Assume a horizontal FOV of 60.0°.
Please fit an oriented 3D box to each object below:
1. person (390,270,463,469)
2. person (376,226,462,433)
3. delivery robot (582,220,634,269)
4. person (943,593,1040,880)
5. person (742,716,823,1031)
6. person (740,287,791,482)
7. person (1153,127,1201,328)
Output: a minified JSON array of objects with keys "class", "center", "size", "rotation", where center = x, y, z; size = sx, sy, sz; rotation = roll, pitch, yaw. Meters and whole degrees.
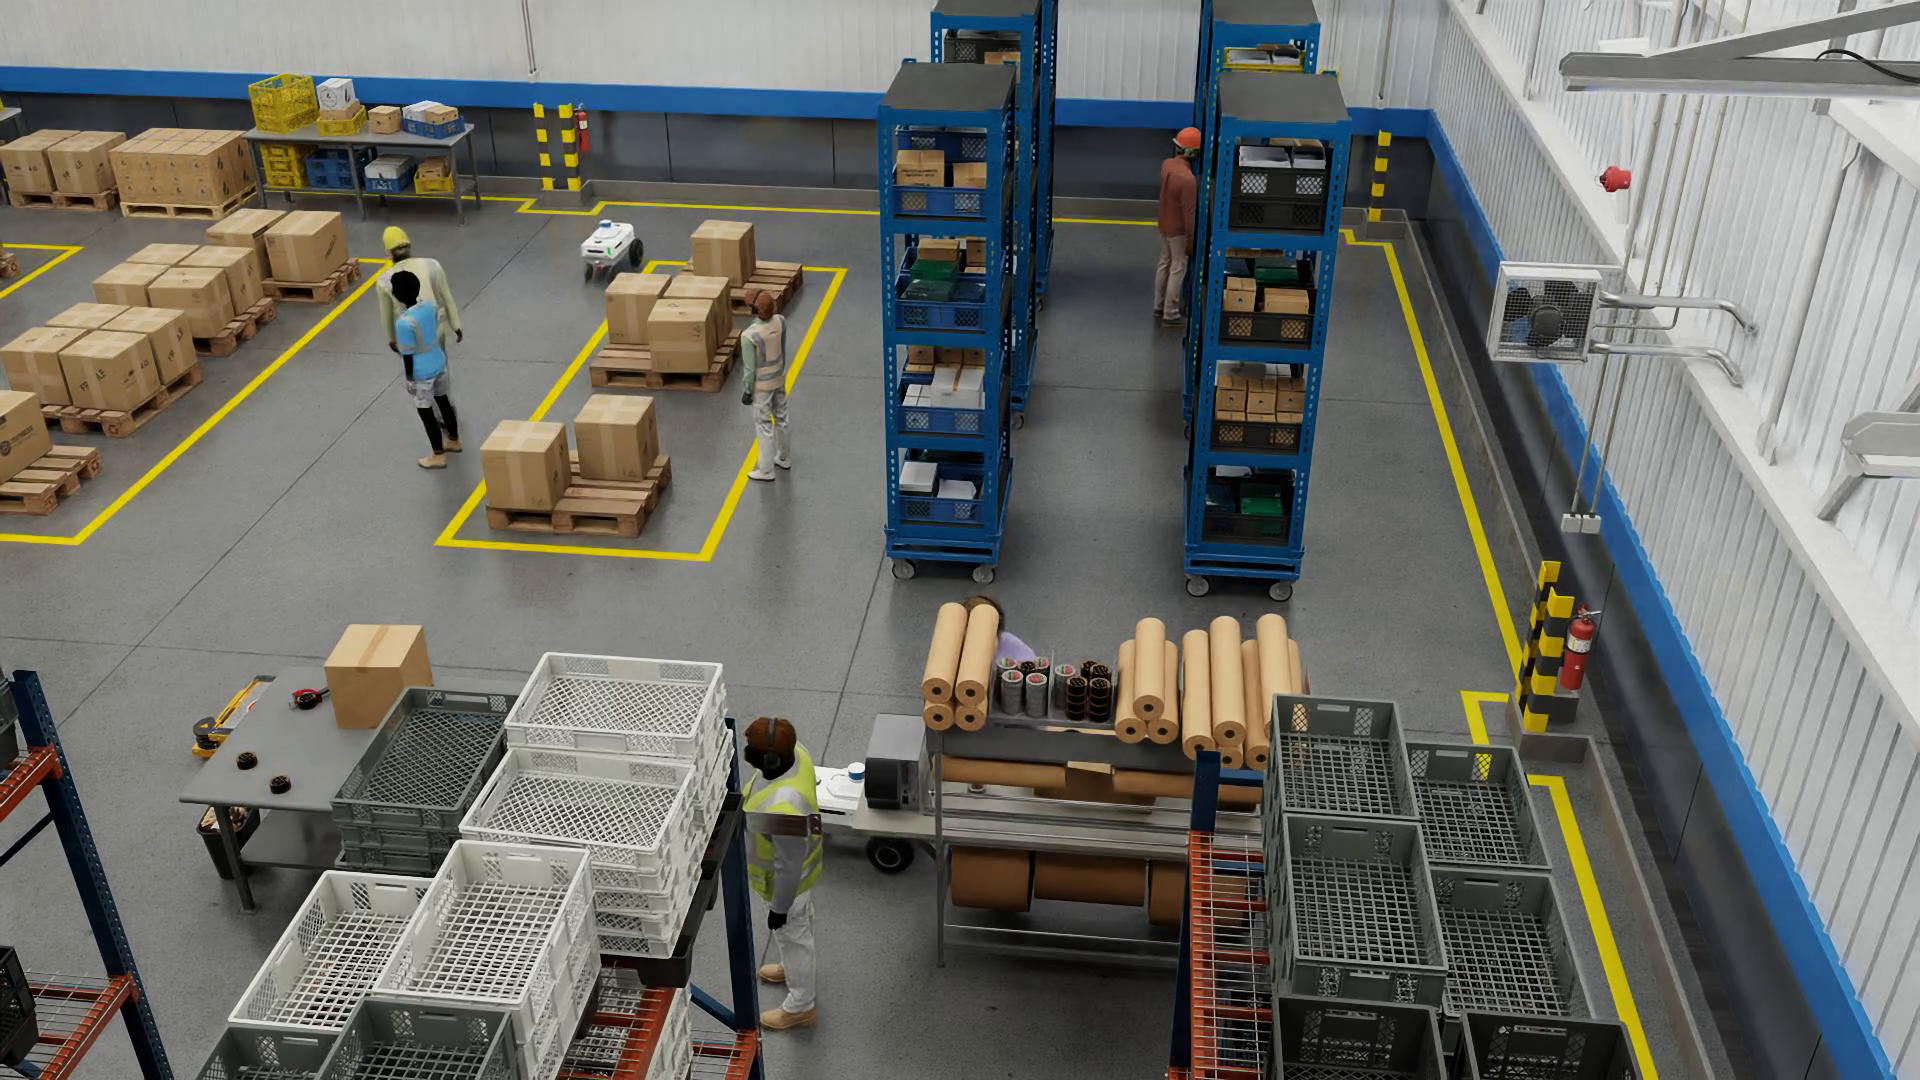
[{"class":"person","center":[-4.403,-1.405,13.661],"size":[0.320,1.692,0.536],"rotation":[6,31,10]},{"class":"person","center":[-4.672,-1.846,14.312],"size":[0.615,1.792,0.751],"rotation":[-21,36,-31]},{"class":"delivery robot","center":[-3.745,-3.165,17.712],"size":[0.477,0.478,0.707],"rotation":[6,31,10]},{"class":"person","center":[0.137,1.095,9.134],"size":[0.631,1.932,0.371],"rotation":[14,33,22]},{"class":"person","center":[-0.894,1.641,8.276],"size":[0.429,1.845,0.620],"rotation":[-2,30,-3]},{"class":"person","center":[-1.571,-1.263,13.459],"size":[0.308,1.645,0.515],"rotation":[17,34,27]},{"class":"person","center":[2.133,-3.033,16.174],"size":[0.411,1.980,0.626],"rotation":[-10,32,-16]}]
